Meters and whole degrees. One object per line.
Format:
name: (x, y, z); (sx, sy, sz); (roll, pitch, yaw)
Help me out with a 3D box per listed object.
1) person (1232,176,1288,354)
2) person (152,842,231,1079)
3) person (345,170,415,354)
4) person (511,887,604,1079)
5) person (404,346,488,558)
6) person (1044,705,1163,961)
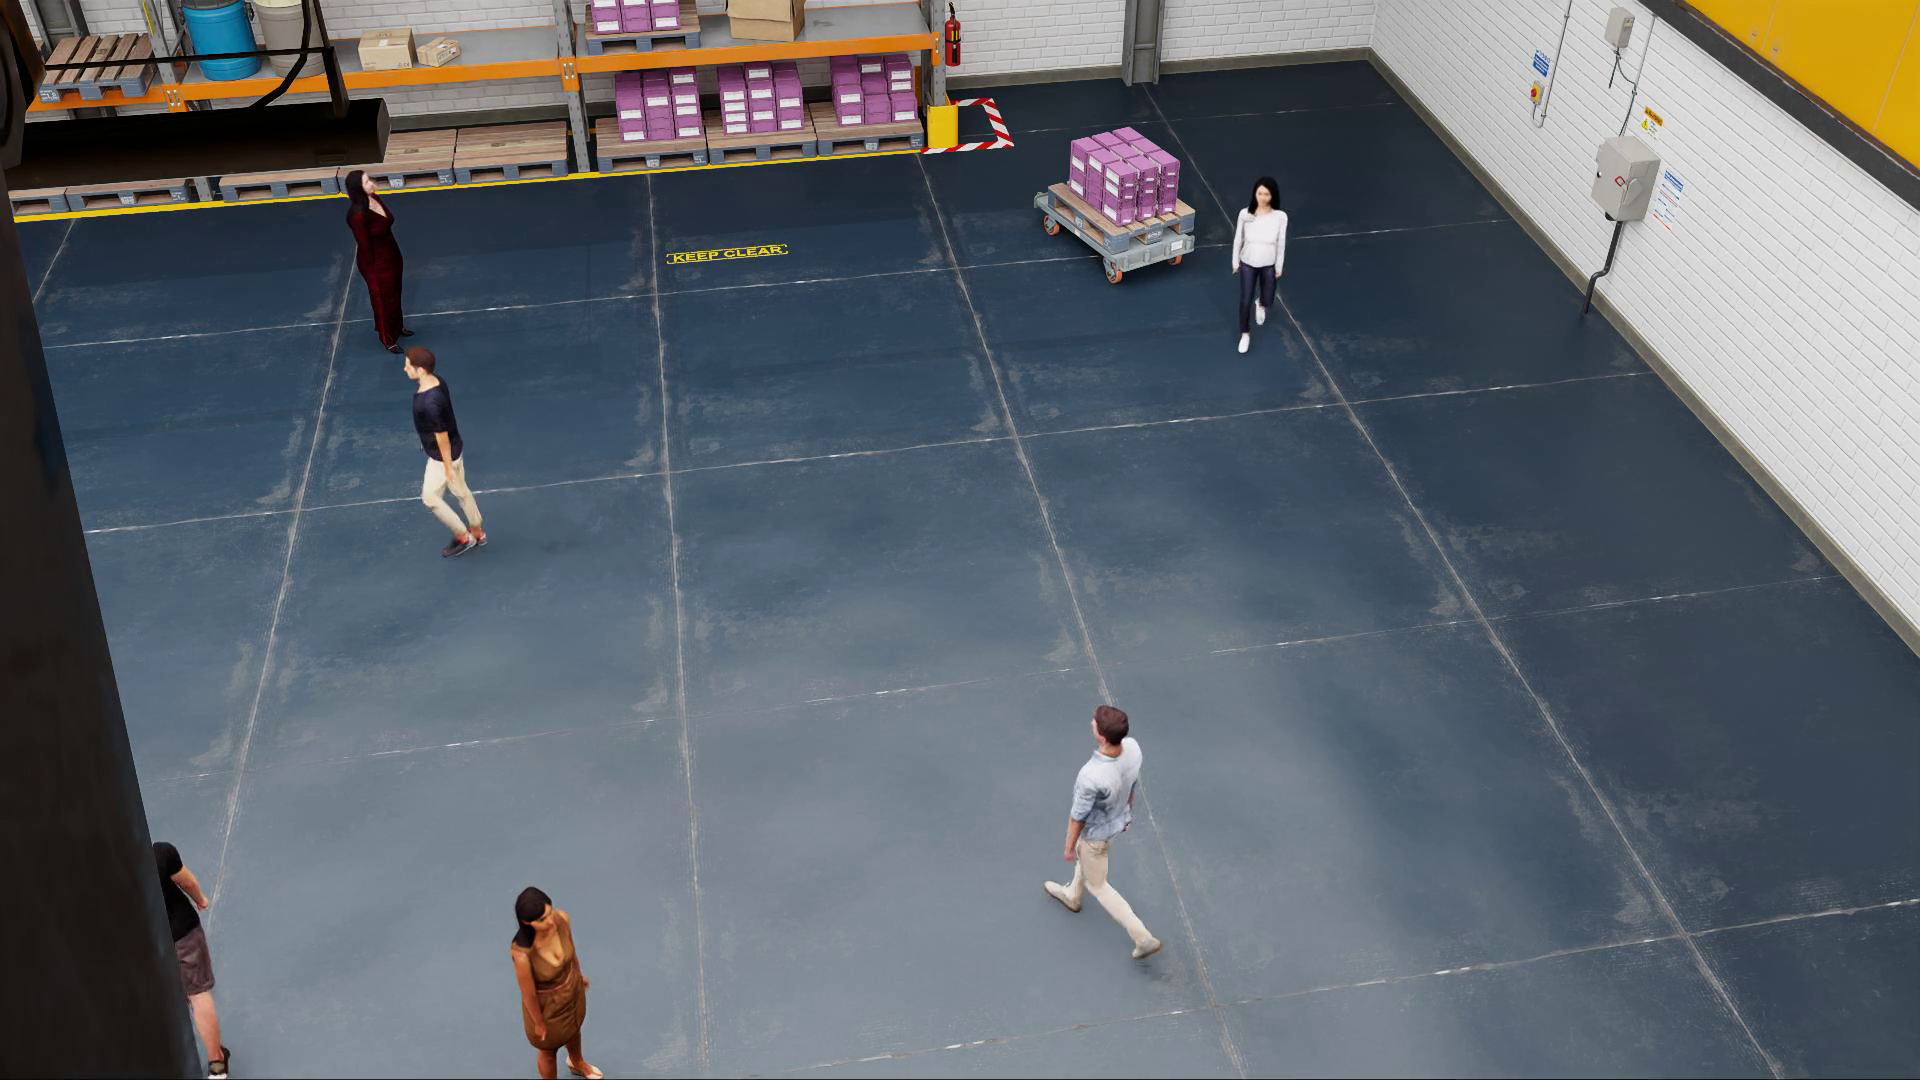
person: (2.734, -2.553, 15.155); (0.863, 1.689, 0.852); (8, 39, 10)
person: (-4.341, 2.209, 9.083); (1.214, 1.826, 0.926); (-16, 41, -19)
person: (-5.281, -2.537, 15.079); (0.656, 1.759, 0.704); (1, 39, 1)
person: (-2.174, 2.446, 8.896); (0.681, 1.690, 0.645); (18, 42, 21)
person: (-3.845, -0.676, 12.686); (0.600, 1.837, 0.641); (-5, 39, -6)
person: (0.887, 1.725, 9.695); (1.166, 1.818, 1.169); (29, 47, 31)
